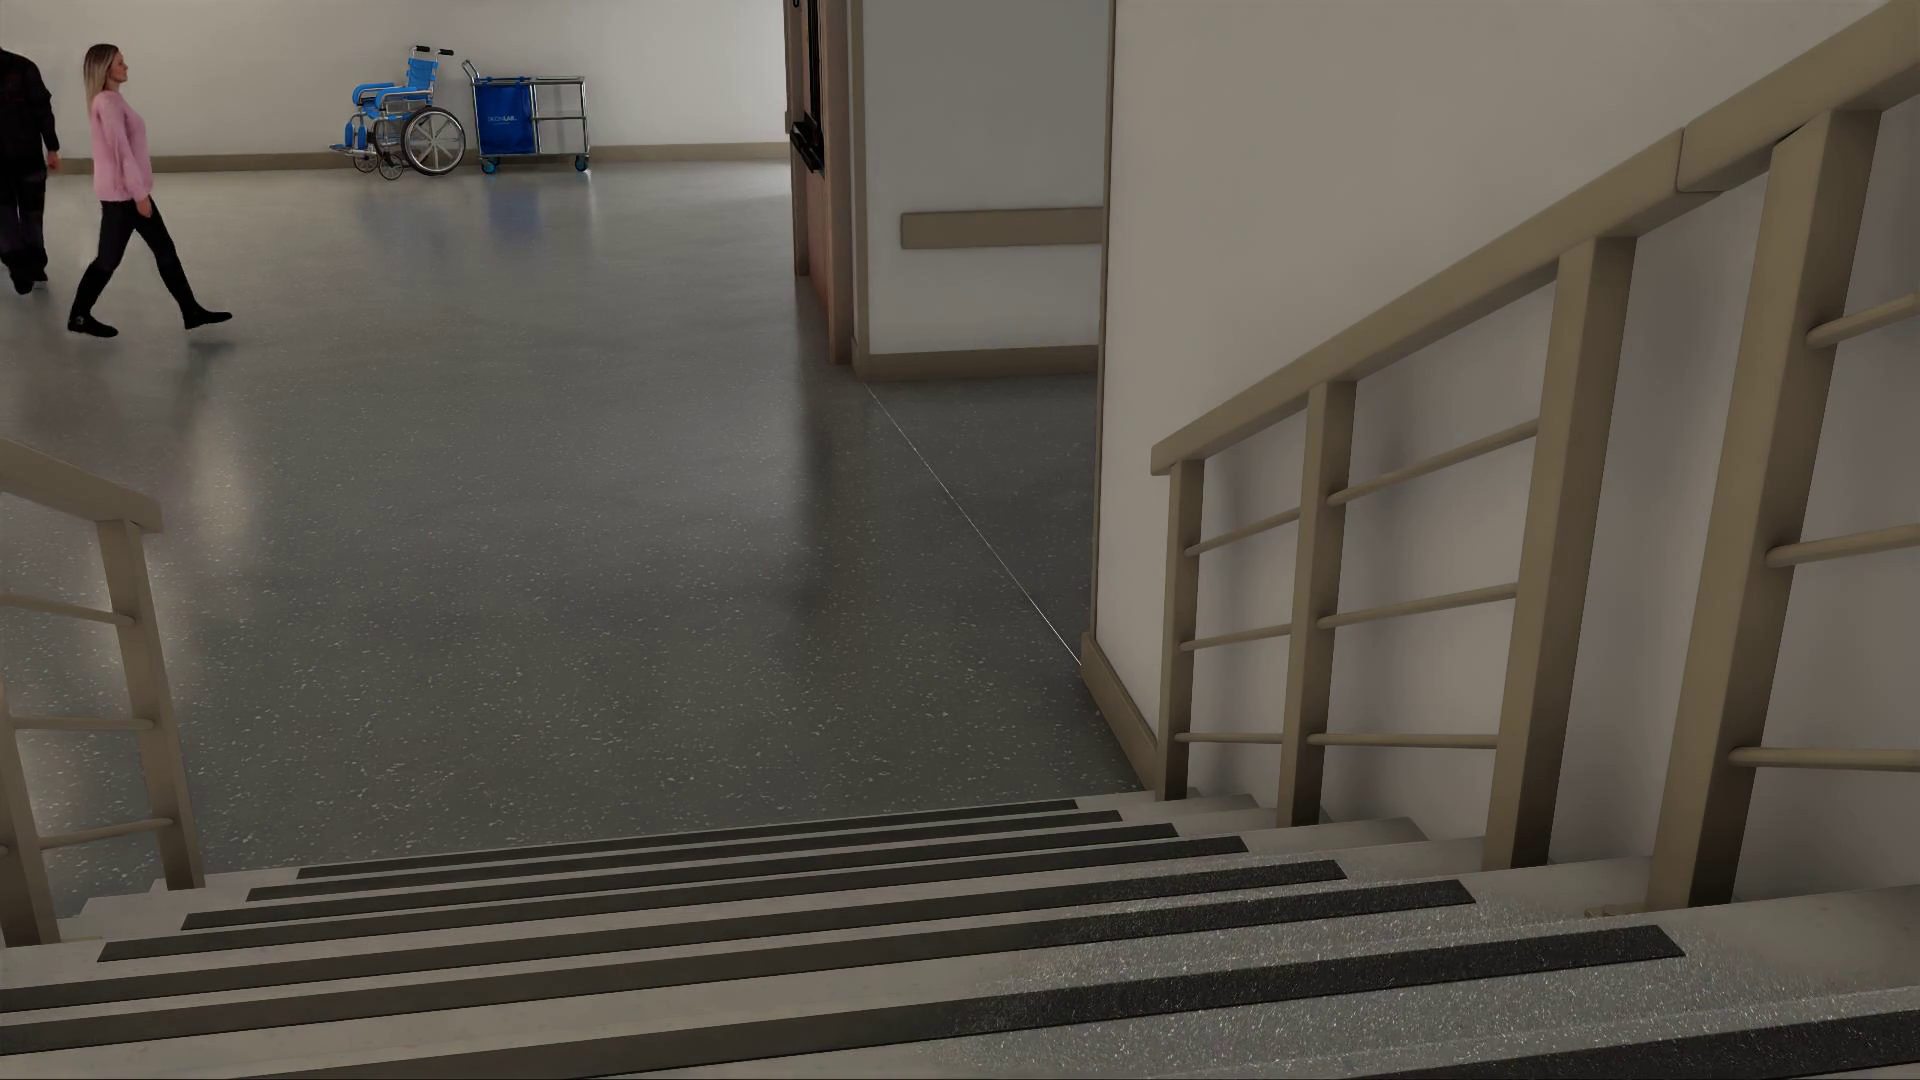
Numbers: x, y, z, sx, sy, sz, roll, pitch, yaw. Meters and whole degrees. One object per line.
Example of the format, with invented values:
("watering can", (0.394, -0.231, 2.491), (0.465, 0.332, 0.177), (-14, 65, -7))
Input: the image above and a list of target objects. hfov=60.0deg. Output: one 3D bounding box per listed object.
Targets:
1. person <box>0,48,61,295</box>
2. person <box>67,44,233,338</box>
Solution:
("person", (-6.211, -2.533, 10.838), (1.041, 1.811, 1.234), (-13, 24, -31))
("person", (-4.890, -1.949, 9.532), (0.788, 1.645, 1.088), (-7, 22, -17))
